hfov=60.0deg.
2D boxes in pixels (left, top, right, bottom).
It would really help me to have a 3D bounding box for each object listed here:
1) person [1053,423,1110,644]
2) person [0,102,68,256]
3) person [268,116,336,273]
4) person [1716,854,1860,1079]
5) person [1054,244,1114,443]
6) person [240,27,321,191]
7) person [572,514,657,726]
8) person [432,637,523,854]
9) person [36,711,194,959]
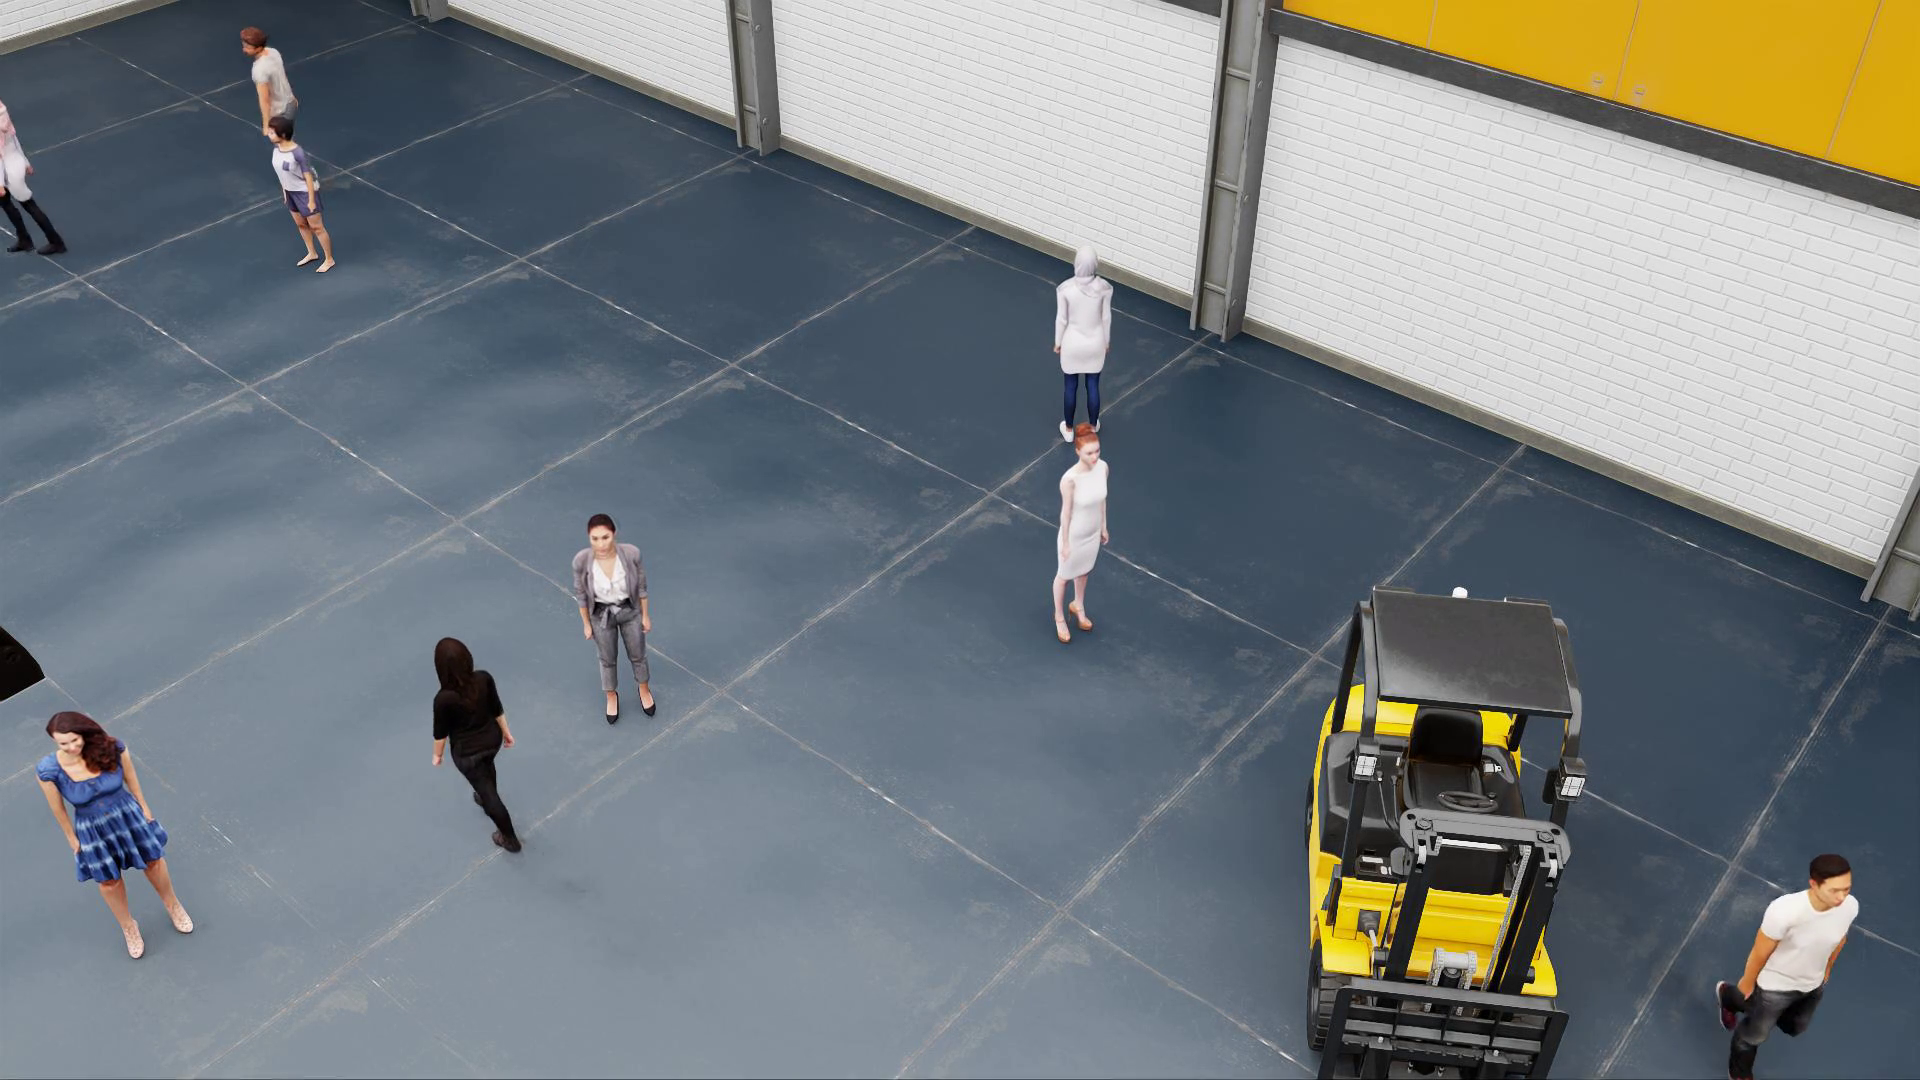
[{"bbox_3d":[0.834,-0.041,11.587,0.615,1.790,0.557,-25,45,-27],"label":"person"},{"bbox_3d":[-8.992,-3.531,15.962,0.909,1.786,0.864,-11,40,-14],"label":"person"},{"bbox_3d":[-6.303,-3.323,15.877,0.496,1.565,0.652,21,43,25],"label":"person"},{"bbox_3d":[4.308,2.219,8.753,0.930,1.796,1.017,-7,39,-9],"label":"person"},{"bbox_3d":[1.000,-1.584,13.532,0.672,1.775,0.750,0,39,0],"label":"person"},{"bbox_3d":[-6.893,-4.374,16.968,0.867,1.847,0.792,4,39,5],"label":"person"},{"bbox_3d":[-2.272,0.506,10.993,0.725,1.678,0.761,-9,40,-12],"label":"person"},{"bbox_3d":[-2.868,1.291,10.052,0.803,1.626,0.600,28,46,30],"label":"person"},{"bbox_3d":[-4.811,1.658,9.448,0.713,1.806,0.640,-26,45,-28],"label":"person"}]
